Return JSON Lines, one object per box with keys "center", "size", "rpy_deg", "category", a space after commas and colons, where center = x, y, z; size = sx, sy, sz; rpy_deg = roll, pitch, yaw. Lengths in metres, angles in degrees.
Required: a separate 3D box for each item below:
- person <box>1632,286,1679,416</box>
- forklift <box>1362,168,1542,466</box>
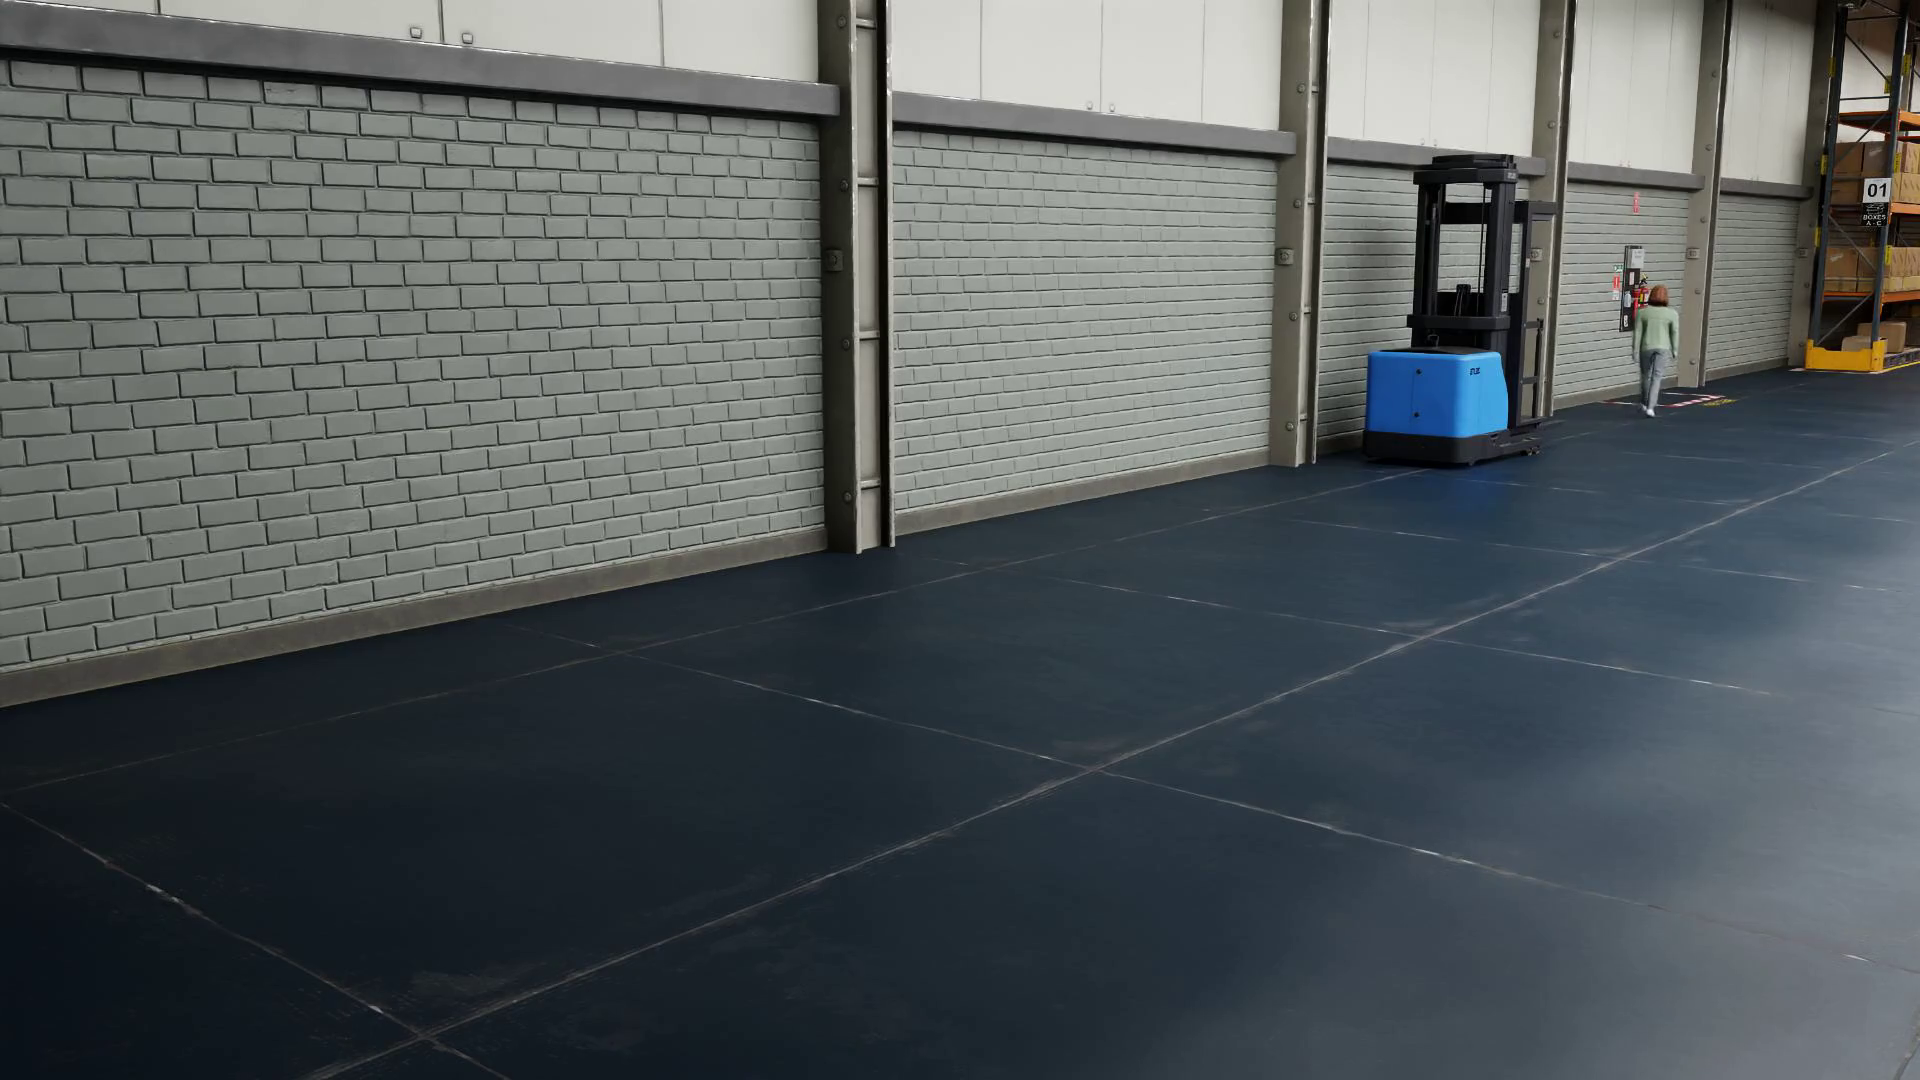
{"center": [8.583, -2.334, 20.537], "size": [0.519, 1.584, 0.875], "rpy_deg": [5, 11, 25], "category": "person"}
{"center": [4.875, -2.212, 16.287], "size": [1.129, 2.768, 1.873], "rpy_deg": [8, 13, 40], "category": "forklift"}
